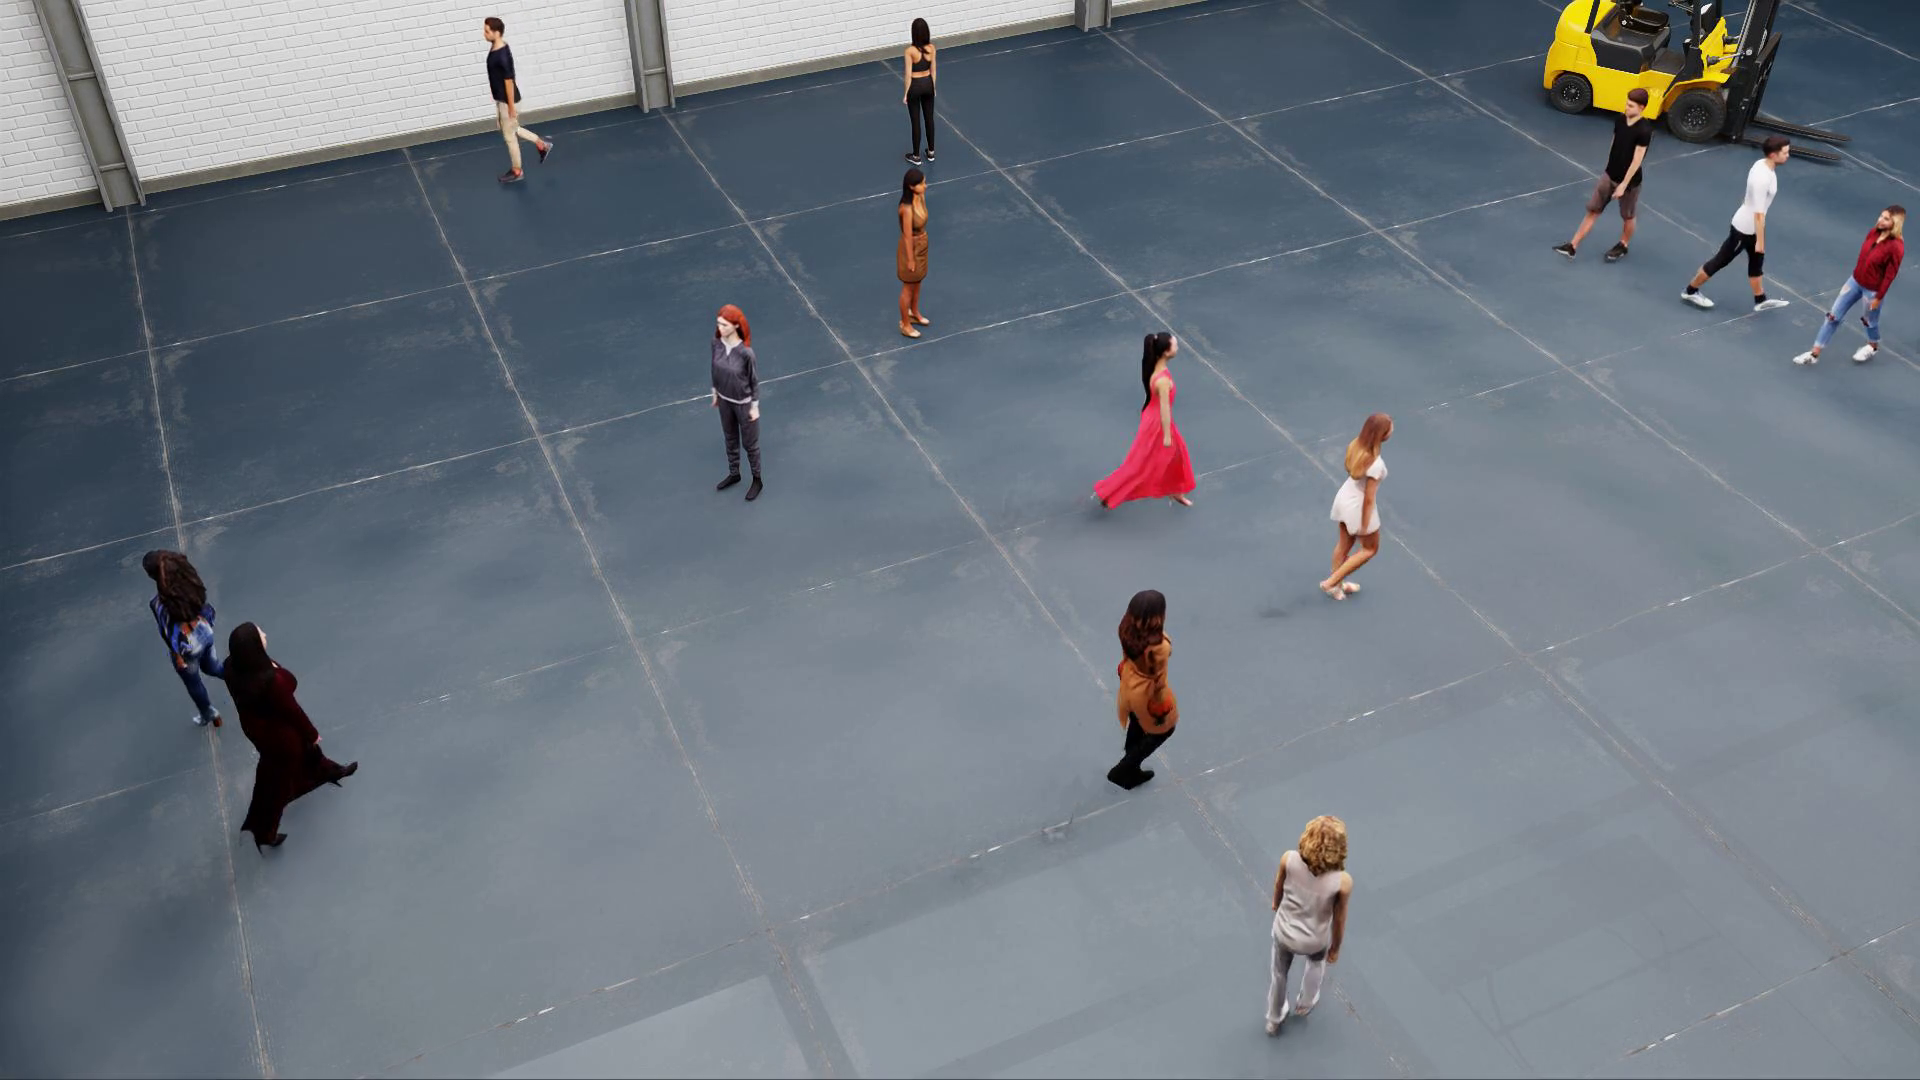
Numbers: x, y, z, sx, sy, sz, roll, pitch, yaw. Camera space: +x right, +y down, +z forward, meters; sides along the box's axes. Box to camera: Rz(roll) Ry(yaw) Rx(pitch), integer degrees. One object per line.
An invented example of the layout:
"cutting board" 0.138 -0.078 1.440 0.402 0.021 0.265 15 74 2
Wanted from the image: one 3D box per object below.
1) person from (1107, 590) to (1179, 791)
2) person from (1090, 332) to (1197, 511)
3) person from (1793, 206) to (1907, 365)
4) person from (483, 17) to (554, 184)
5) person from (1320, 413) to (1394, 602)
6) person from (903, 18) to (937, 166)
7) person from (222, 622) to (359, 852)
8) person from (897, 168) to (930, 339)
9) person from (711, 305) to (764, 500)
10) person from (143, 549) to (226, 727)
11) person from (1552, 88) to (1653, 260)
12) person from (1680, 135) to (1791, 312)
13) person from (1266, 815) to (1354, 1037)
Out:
"person" 1.134 1.040 10.872 0.754 1.712 0.740 -20 43 -23
"person" 1.480 -0.882 13.297 1.174 1.690 0.839 -3 39 -4
"person" 8.316 -2.283 15.132 1.106 1.589 0.694 -11 40 -13
"person" -4.835 -4.801 18.080 0.895 1.845 0.676 -14 41 -17
"person" 2.901 -0.224 12.477 0.674 1.685 0.613 -11 40 -13
"person" -0.435 -4.990 18.478 0.429 1.643 0.616 -18 42 -21
"person" -4.419 1.295 10.564 1.023 1.698 1.243 25 45 28
"person" -0.442 -2.695 15.570 0.689 1.686 0.631 12 40 15
"person" -1.812 -1.135 13.542 0.662 1.779 0.680 21 43 24
"person" -5.183 0.713 11.368 0.997 1.604 0.896 6 39 8
"person" 6.703 -3.624 16.629 1.130 1.815 0.658 -17 42 -20
"person" 7.400 -3.000 15.856 1.214 1.807 1.227 17 42 20
"person" 1.901 2.249 9.407 0.771 1.651 0.828 17 42 20
